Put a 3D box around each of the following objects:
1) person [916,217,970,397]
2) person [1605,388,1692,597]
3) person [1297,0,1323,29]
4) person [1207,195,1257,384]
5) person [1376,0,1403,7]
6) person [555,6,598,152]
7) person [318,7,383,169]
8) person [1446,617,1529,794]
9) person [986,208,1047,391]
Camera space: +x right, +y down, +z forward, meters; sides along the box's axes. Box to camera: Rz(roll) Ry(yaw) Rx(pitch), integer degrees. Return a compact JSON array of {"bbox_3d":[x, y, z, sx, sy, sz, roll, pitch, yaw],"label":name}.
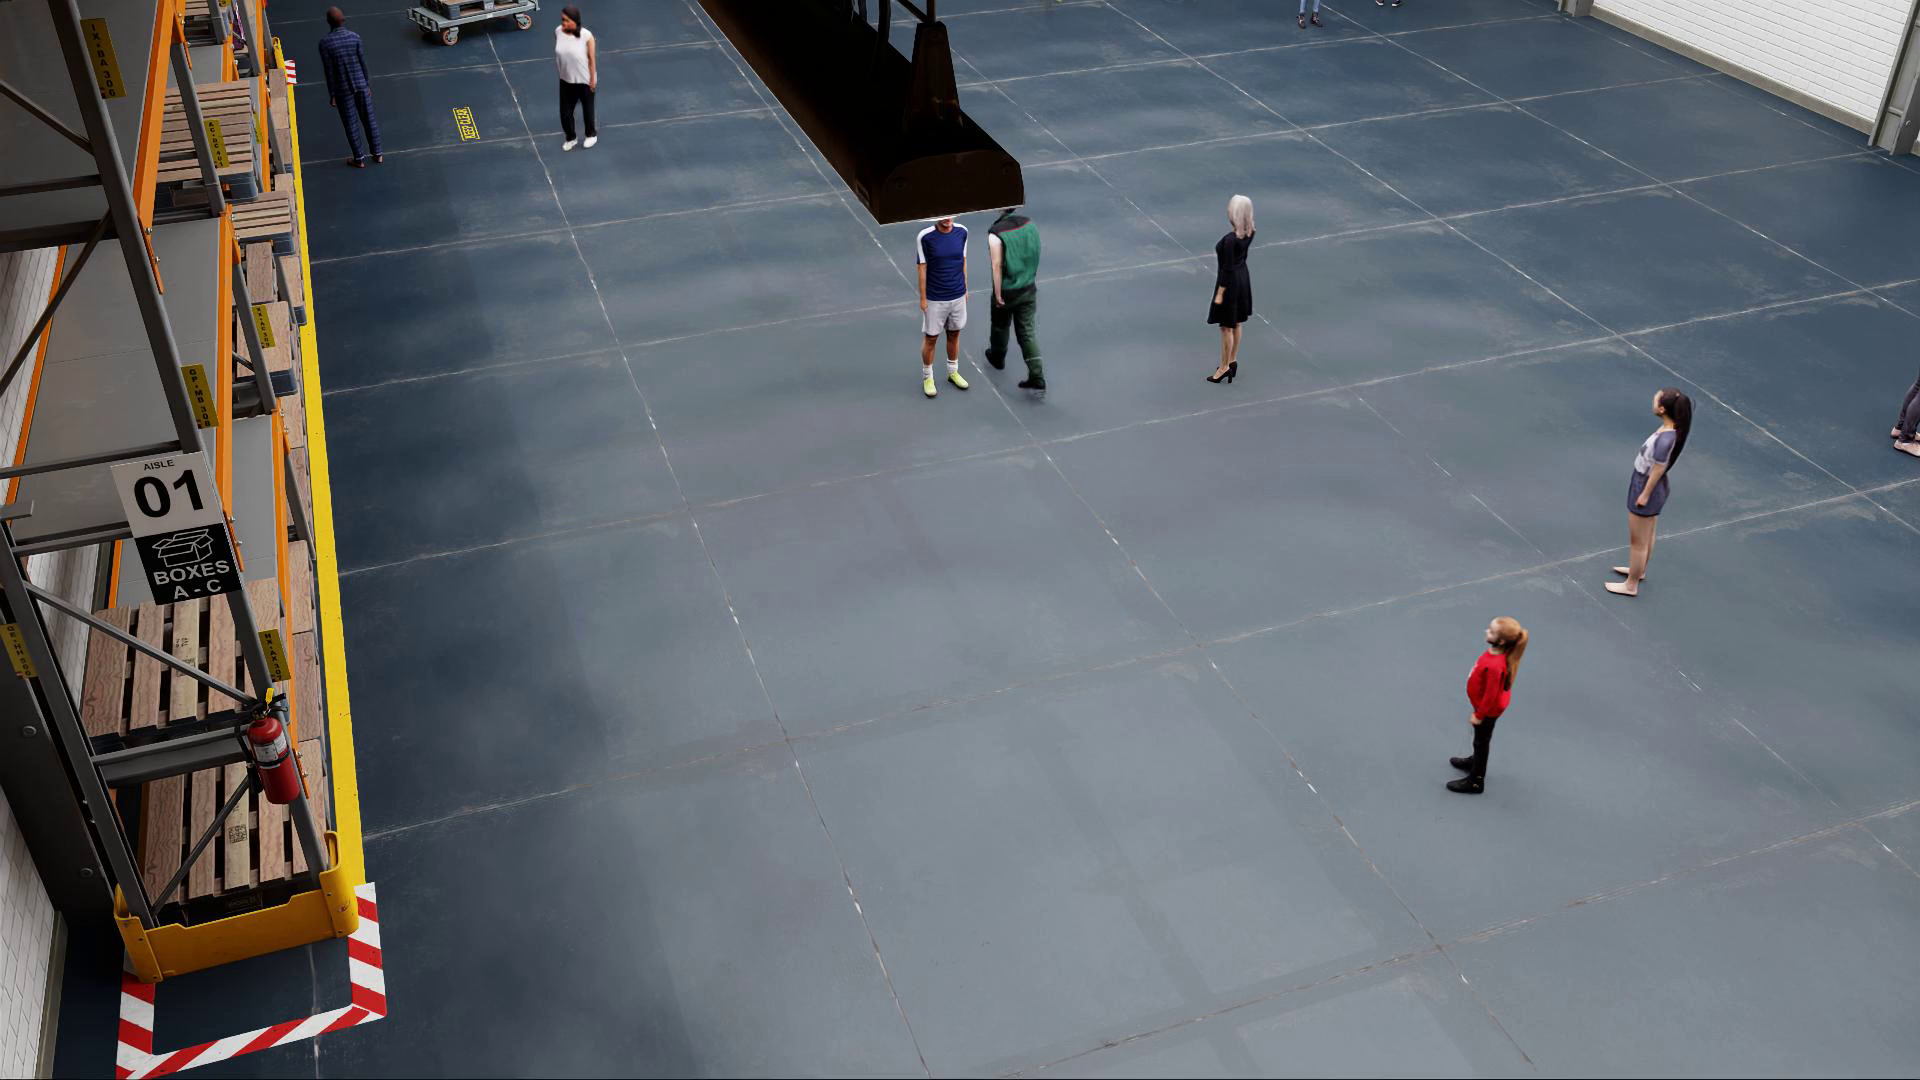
[{"bbox_3d":[-0.146,-2.152,14.448,0.661,1.839,0.597,-16,37,-23],"label":"person"},{"bbox_3d":[4.965,-0.349,11.906,0.692,1.650,0.669,21,39,28],"label":"person"},{"bbox_3d":[5.085,-8.180,23.625,0.590,1.719,0.510,-10,35,-14],"label":"person"},{"bbox_3d":[2.384,-2.205,14.611,0.740,1.747,0.698,19,38,27],"label":"person"},{"bbox_3d":[6.425,-8.788,24.488,0.692,1.776,0.718,10,35,14],"label":"person"},{"bbox_3d":[-4.480,-5.462,19.577,0.859,1.674,0.914,9,35,13],"label":"person"},{"bbox_3d":[-6.977,-5.188,19.033,0.736,1.818,0.723,-25,41,-32],"label":"person"},{"bbox_3d":[3.240,0.998,10.214,0.647,1.280,0.581,12,35,17],"label":"person"},{"bbox_3d":[0.513,-2.135,14.470,0.742,1.786,1.196,-19,38,-26],"label":"person"}]
